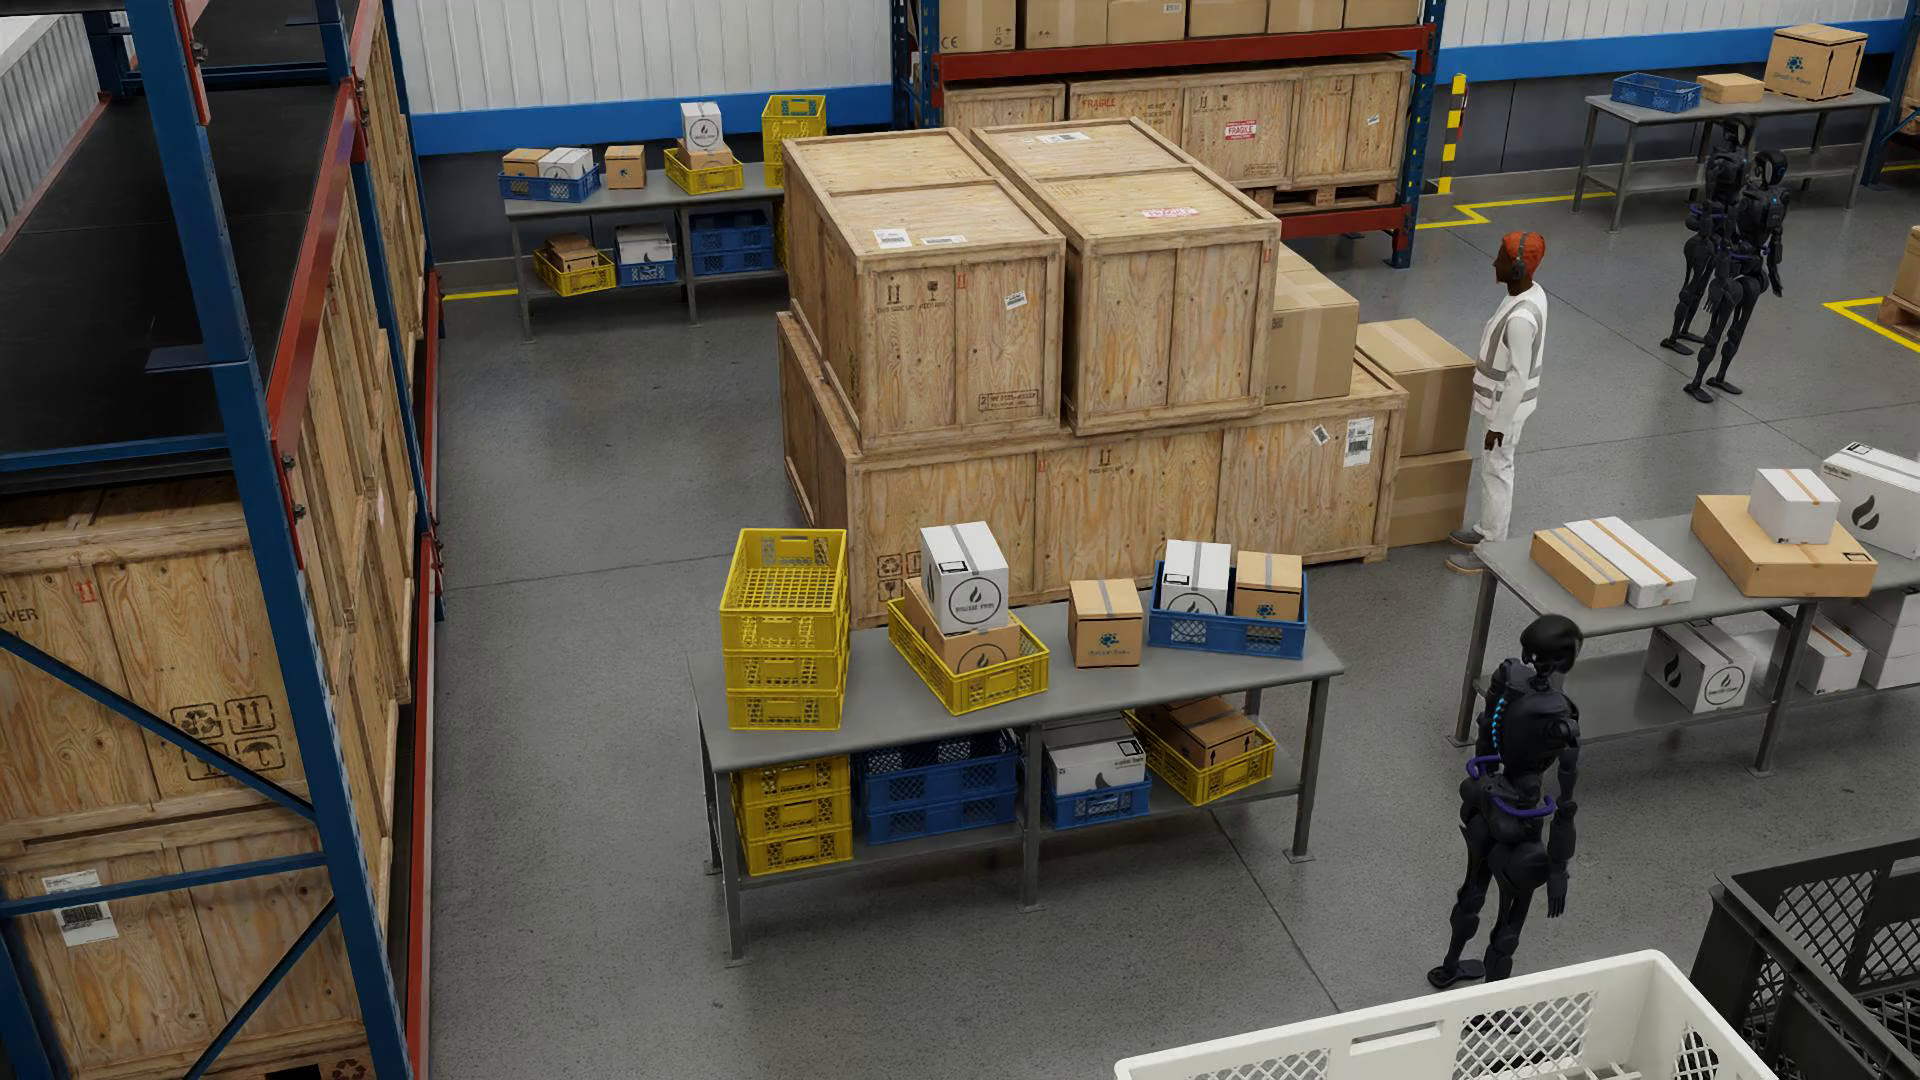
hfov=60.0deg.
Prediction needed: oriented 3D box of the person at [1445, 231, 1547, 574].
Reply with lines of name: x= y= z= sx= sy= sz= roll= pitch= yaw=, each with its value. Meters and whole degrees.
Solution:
person: x=2.843 y=-0.705 z=8.722 sx=0.338 sy=1.882 sz=0.580 roll=9 pitch=30 yaw=16

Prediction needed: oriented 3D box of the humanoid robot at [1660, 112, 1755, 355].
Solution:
humanoid robot: x=5.215 y=-2.123 z=11.495 sx=0.324 sy=1.658 sz=0.601 roll=24 pitch=37 yaw=37

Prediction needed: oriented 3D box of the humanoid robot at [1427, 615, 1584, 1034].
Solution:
humanoid robot: x=1.950 y=0.986 z=5.852 sx=0.308 sy=1.657 sz=0.612 roll=-7 pitch=30 yaw=-12

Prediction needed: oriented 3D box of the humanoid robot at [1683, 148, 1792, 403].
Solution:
humanoid robot: x=5.068 y=-1.709 z=10.745 sx=0.616 sy=1.657 sz=0.311 roll=-14 pitch=32 yaw=-24
